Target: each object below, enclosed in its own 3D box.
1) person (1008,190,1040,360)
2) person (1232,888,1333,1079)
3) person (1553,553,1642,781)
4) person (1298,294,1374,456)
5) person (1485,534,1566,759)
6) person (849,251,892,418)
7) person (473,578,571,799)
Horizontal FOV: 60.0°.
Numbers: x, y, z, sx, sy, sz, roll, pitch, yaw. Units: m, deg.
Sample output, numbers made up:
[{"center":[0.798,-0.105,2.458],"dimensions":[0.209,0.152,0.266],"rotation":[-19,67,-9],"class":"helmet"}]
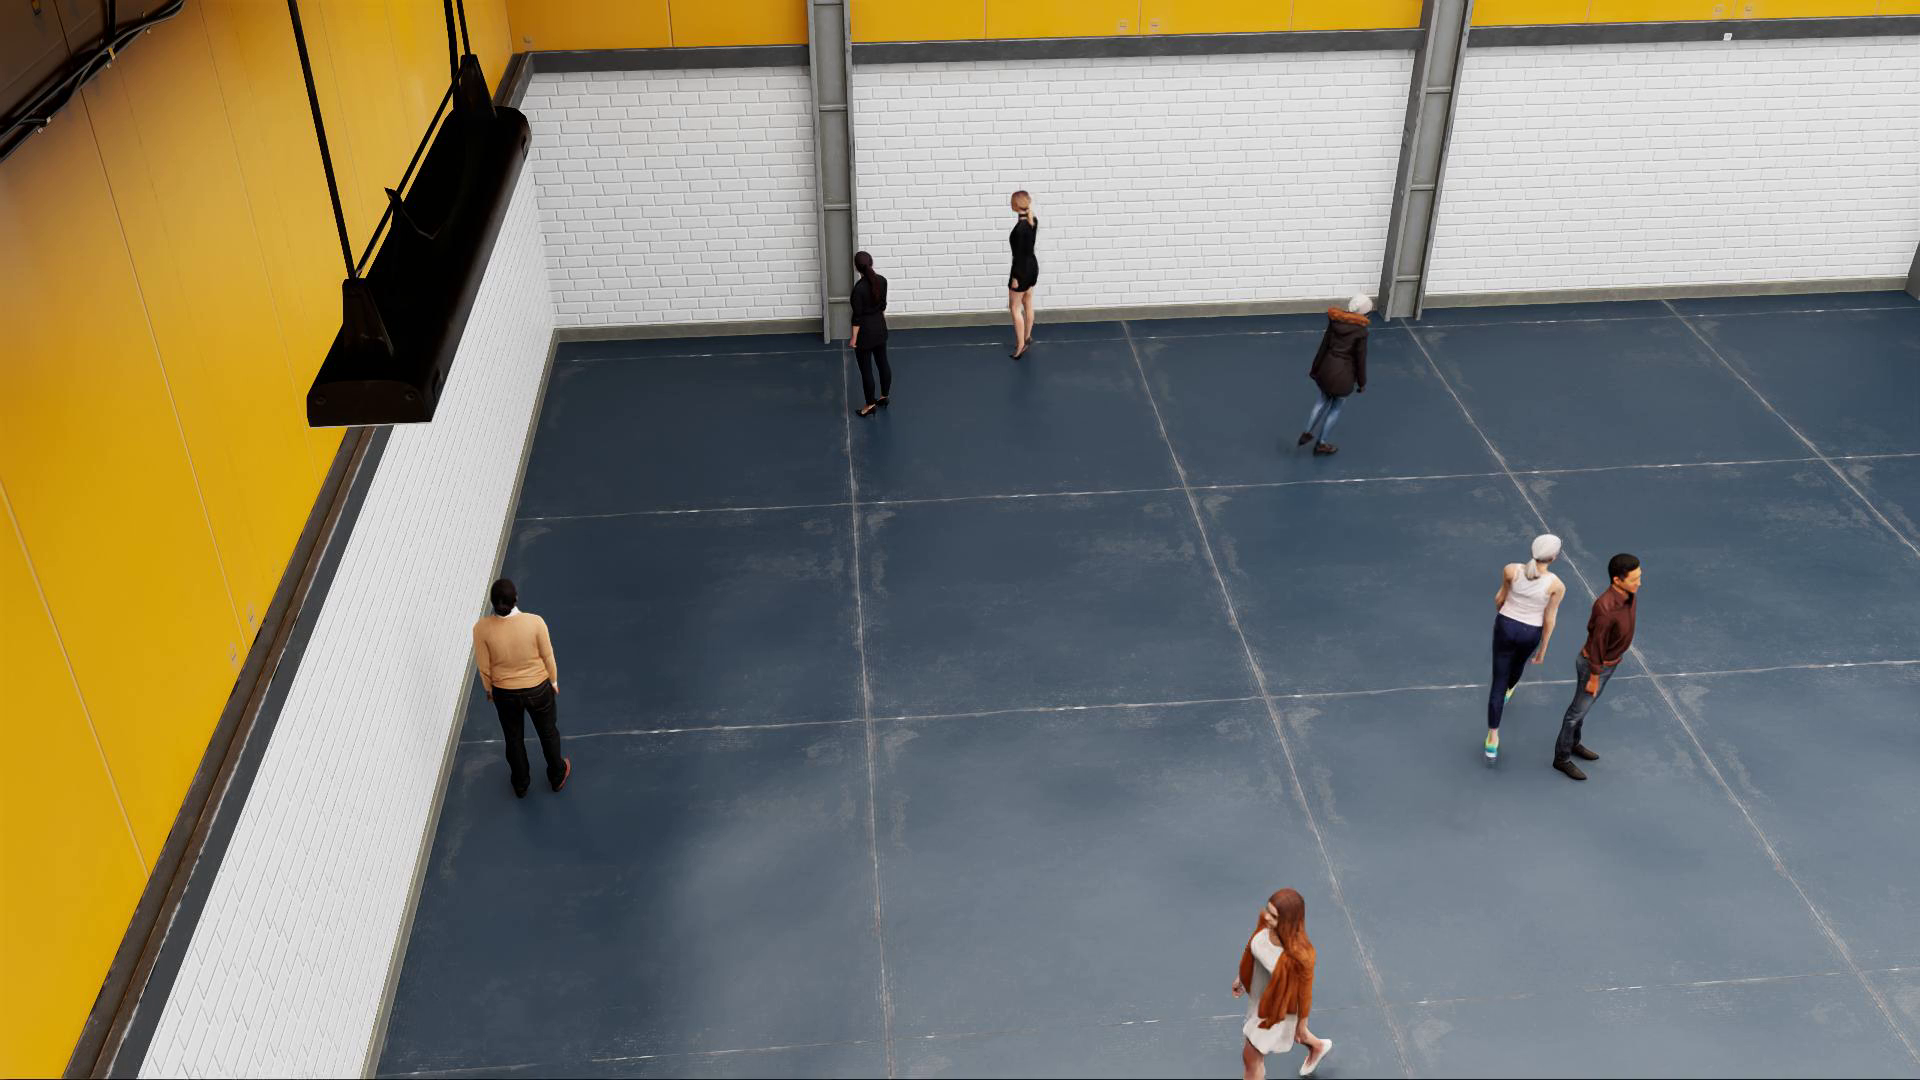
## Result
[{"center":[0.647,-2.670,16.721],"dimensions":[0.690,1.767,0.668],"rotation":[17,37,23],"class":"person"},{"center":[1.784,2.473,9.053],"dimensions":[1.138,1.690,0.796],"rotation":[-12,35,-17],"class":"person"},{"center":[4.378,0.838,11.430],"dimensions":[0.762,1.781,0.703],"rotation":[25,41,32],"class":"person"},{"center":[3.383,-1.490,15.096],"dimensions":[0.777,1.600,0.794],"rotation":[25,41,32],"class":"person"},{"center":[3.882,0.757,11.674],"dimensions":[1.199,1.646,1.039],"rotation":[14,36,20],"class":"person"},{"center":[-0.851,-1.946,15.729],"dimensions":[0.743,1.660,0.680],"rotation":[25,41,32],"class":"person"},{"center":[-2.958,0.995,11.218],"dimensions":[0.562,1.755,0.741],"rotation":[-7,34,-10],"class":"person"}]
